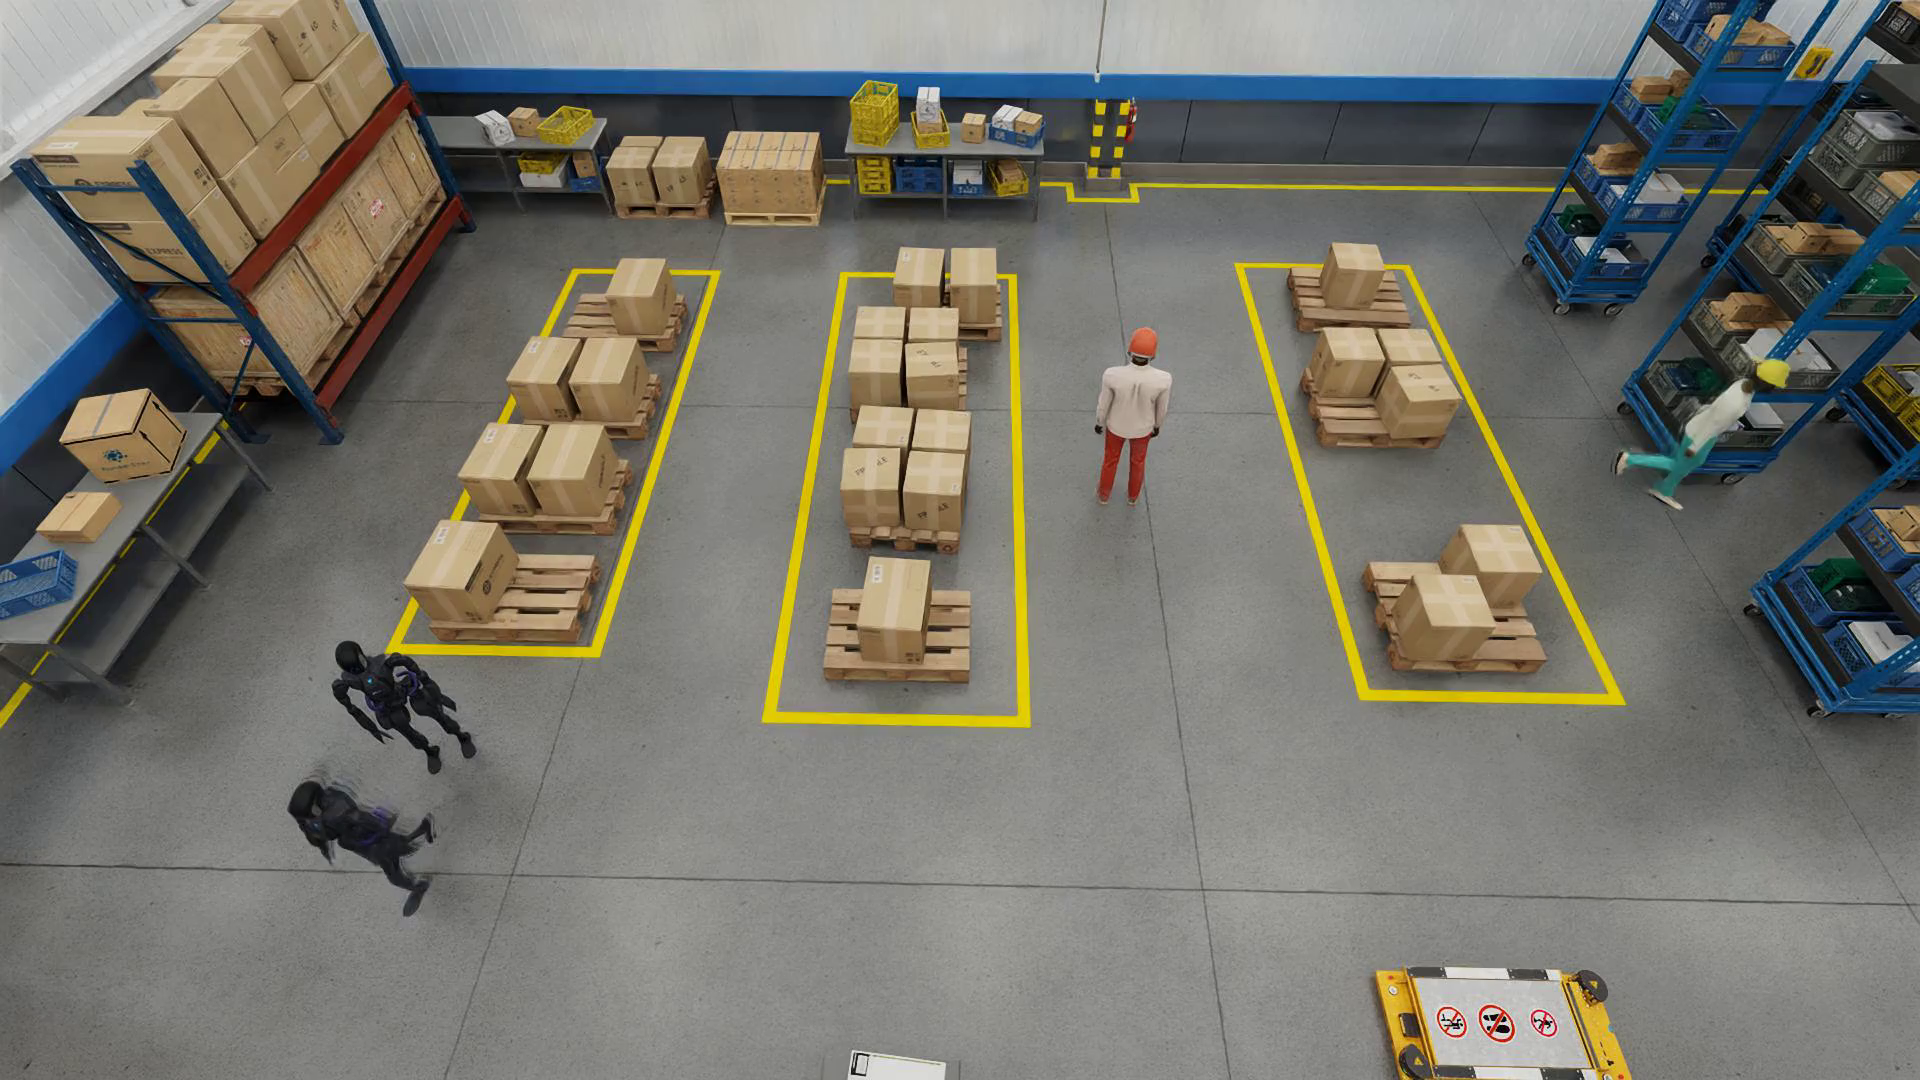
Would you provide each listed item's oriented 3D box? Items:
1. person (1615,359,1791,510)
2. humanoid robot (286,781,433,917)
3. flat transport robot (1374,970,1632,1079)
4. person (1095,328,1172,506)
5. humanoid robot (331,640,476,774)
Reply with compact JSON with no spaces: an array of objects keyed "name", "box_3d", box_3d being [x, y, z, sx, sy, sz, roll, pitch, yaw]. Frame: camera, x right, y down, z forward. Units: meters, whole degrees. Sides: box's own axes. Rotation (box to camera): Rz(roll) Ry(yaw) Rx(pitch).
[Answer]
[{"name":"person","box_3d":[6.735,-1.020,8.362,0.529,1.733,0.619,-31,57,-23]},{"name":"humanoid robot","box_3d":[-3.902,1.905,6.035,0.604,1.641,0.552,10,52,8]},{"name":"flat transport robot","box_3d":[3.501,3.133,5.914,1.431,0.197,0.652,1,51,1]},{"name":"person","box_3d":[1.522,-1.061,8.237,0.609,1.995,0.382,5,51,4]},{"name":"humanoid robot","box_3d":[-4.004,1.201,6.598,0.563,1.650,0.357,-28,56,-21]}]
